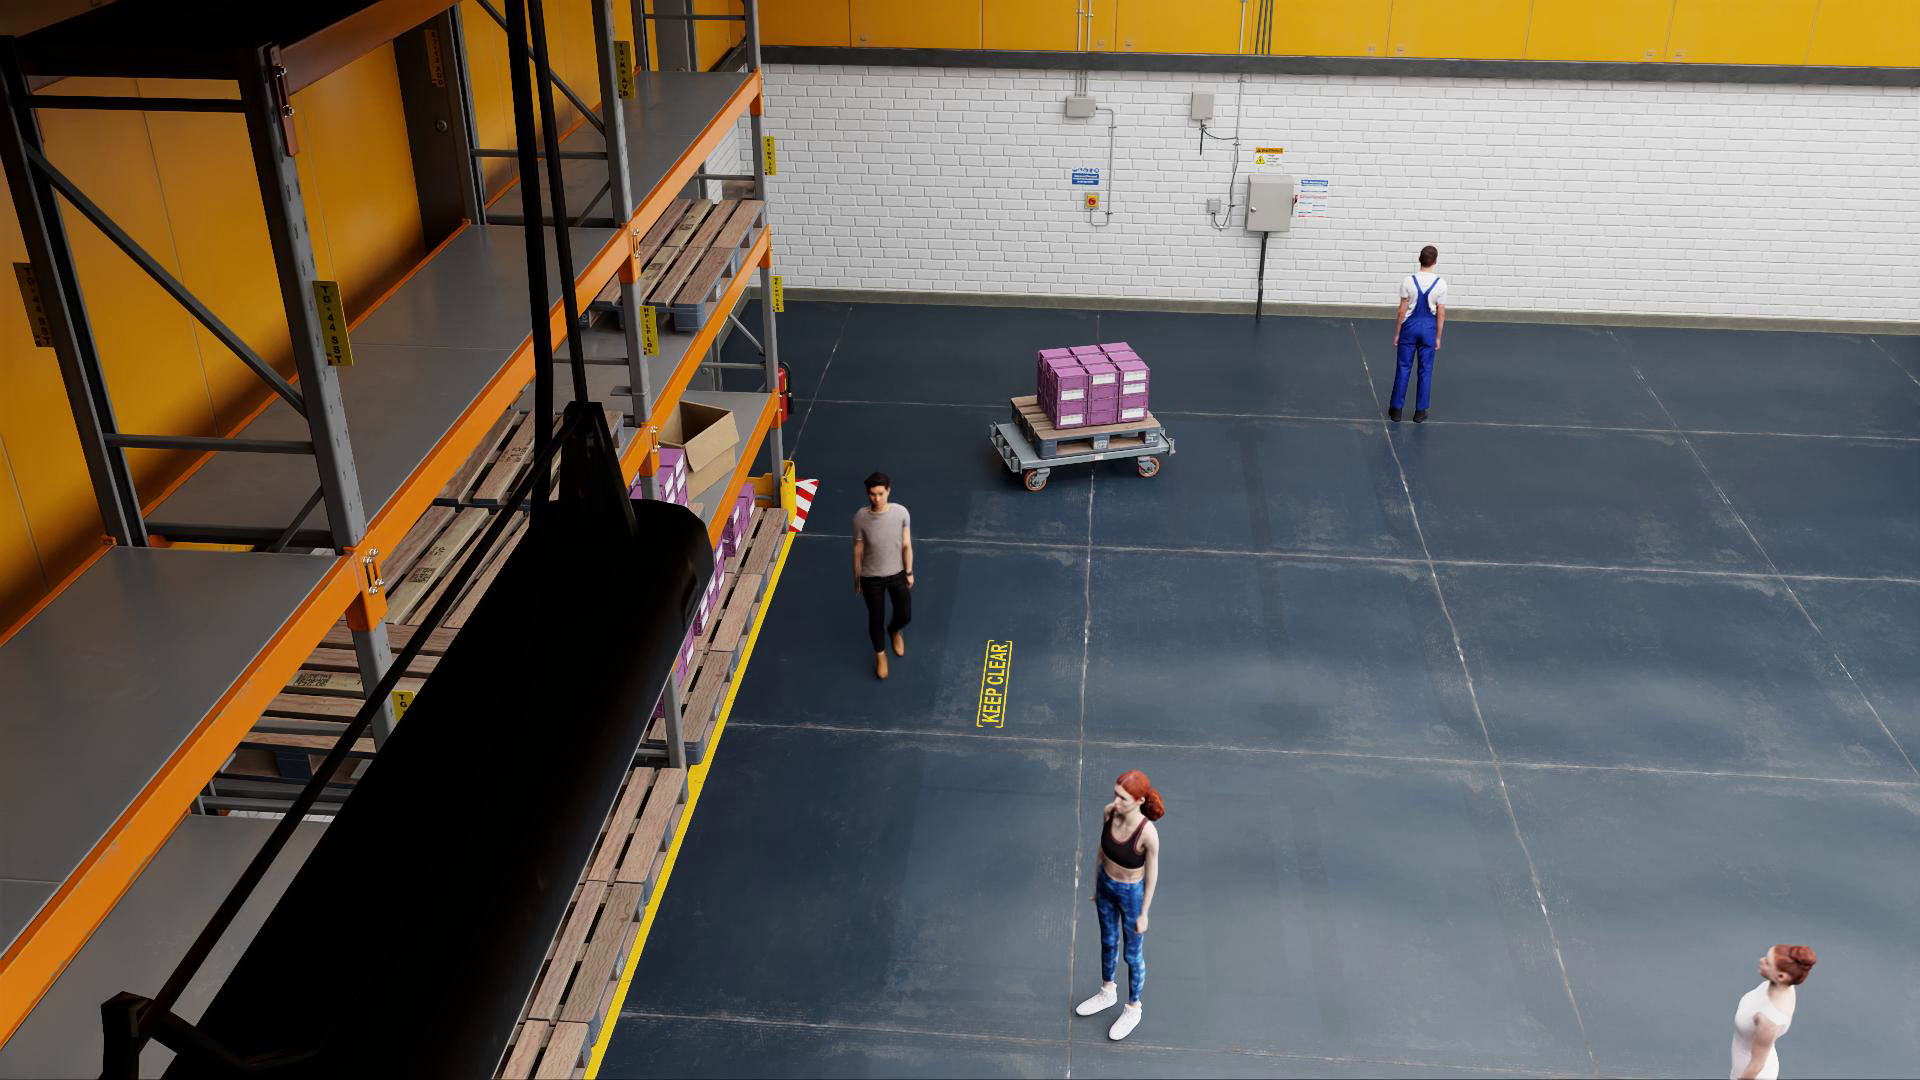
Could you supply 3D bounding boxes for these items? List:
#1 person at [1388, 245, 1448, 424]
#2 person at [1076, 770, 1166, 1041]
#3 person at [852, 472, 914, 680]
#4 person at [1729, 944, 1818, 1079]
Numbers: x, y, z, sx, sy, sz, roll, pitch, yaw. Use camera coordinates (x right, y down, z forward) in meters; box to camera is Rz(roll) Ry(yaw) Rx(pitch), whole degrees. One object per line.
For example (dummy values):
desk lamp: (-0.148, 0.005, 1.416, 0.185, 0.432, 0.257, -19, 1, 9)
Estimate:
person: (4.664, -2.105, 16.959, 0.663, 1.849, 0.611, 7, 29, 12)
person: (0.923, 2.043, 9.421, 0.745, 1.785, 0.687, -23, 36, -36)
person: (-0.588, 0.216, 12.845, 0.697, 1.713, 0.775, -3, 29, -6)
person: (3.935, 2.676, 8.255, 0.701, 1.790, 0.572, 17, 33, 29)
